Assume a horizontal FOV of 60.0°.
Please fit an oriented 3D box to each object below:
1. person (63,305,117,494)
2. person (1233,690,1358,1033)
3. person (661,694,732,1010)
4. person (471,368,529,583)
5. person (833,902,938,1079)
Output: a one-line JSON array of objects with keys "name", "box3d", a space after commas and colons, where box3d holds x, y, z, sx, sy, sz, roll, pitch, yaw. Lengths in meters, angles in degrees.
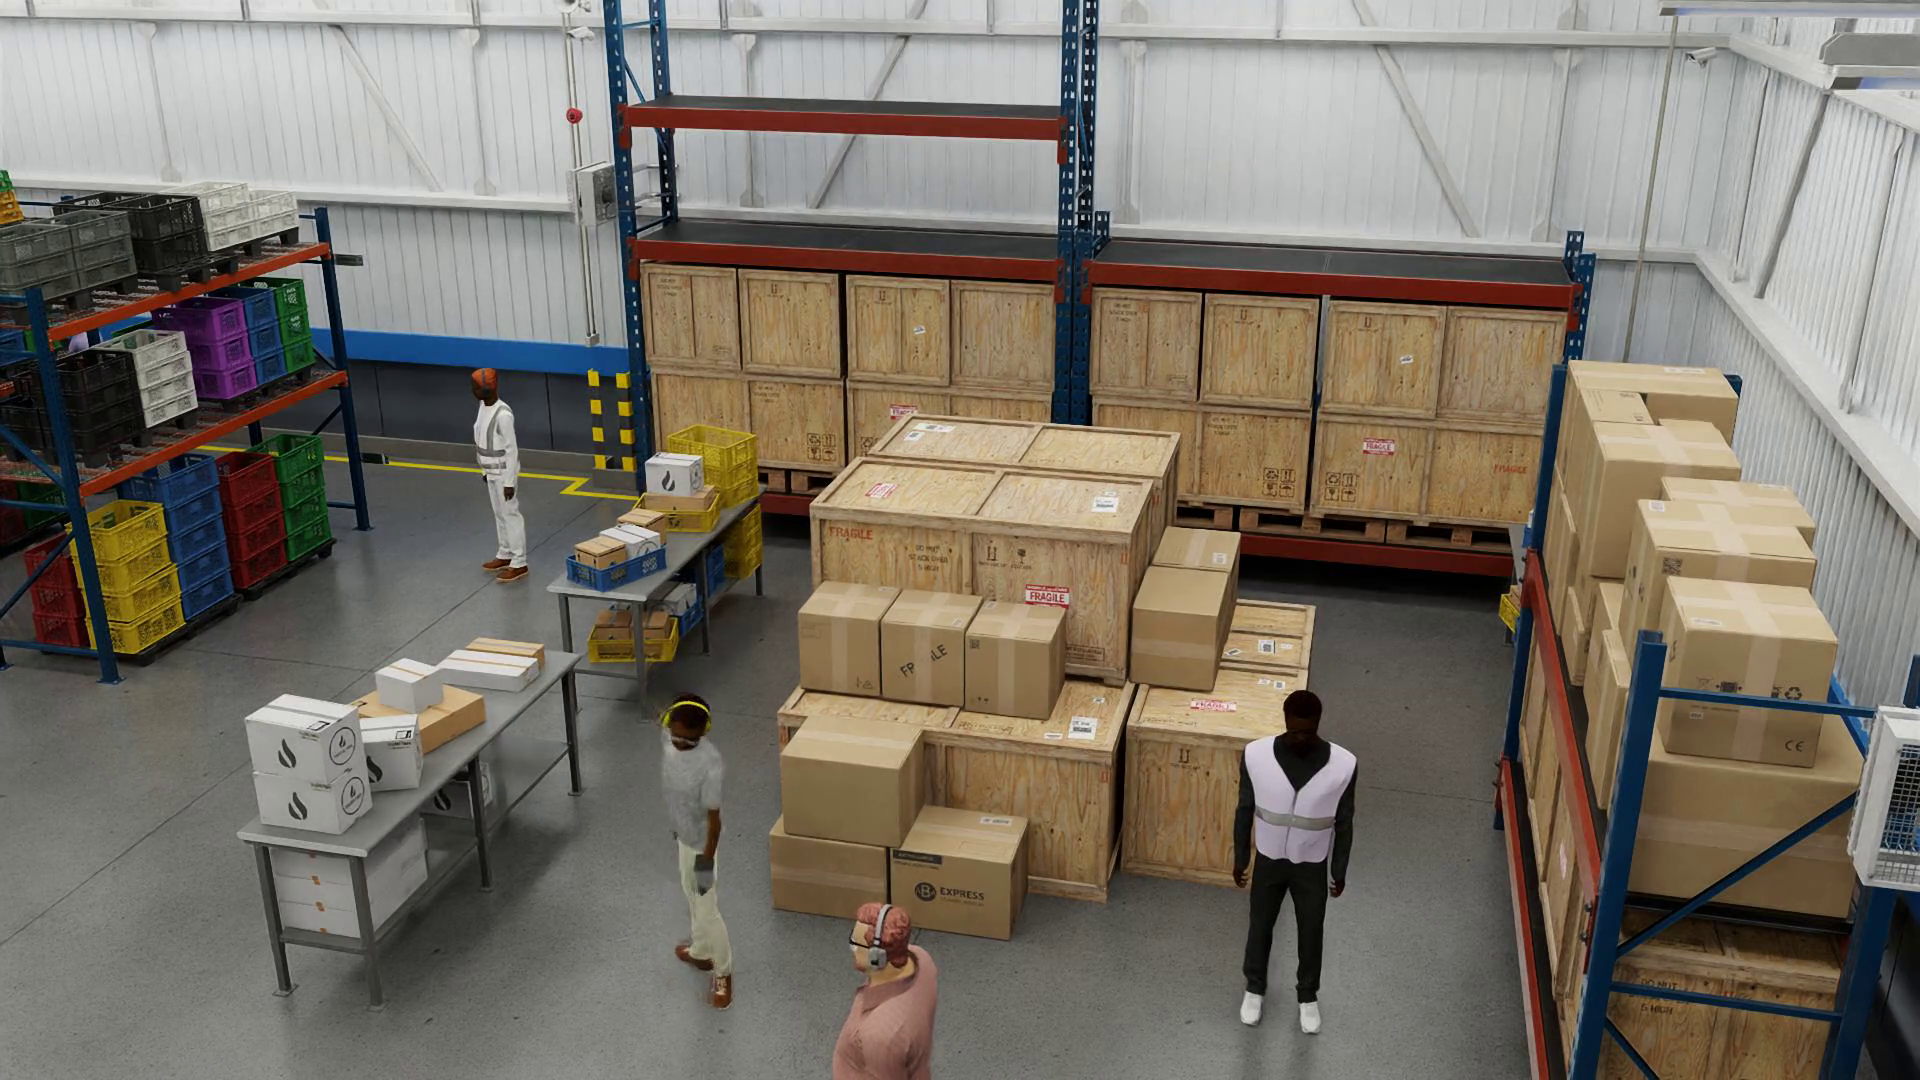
[{"name": "person", "box3d": [-8.561, -1.428, 16.425, 0.367, 1.940, 0.634, -10, 23, -25]}, {"name": "person", "box3d": [1.690, 1.616, 8.504, 0.593, 1.913, 0.388, 5, 21, 12]}, {"name": "person", "box3d": [-1.436, 1.566, 8.753, 0.340, 1.833, 0.685, -15, 26, -34]}, {"name": "person", "box3d": [-3.953, -0.568, 14.252, 0.357, 1.883, 0.573, -14, 25, -32]}, {"name": "person", "box3d": [-0.307, 2.301, 6.715, 0.407, 1.908, 0.641, 3, 21, 8]}]
